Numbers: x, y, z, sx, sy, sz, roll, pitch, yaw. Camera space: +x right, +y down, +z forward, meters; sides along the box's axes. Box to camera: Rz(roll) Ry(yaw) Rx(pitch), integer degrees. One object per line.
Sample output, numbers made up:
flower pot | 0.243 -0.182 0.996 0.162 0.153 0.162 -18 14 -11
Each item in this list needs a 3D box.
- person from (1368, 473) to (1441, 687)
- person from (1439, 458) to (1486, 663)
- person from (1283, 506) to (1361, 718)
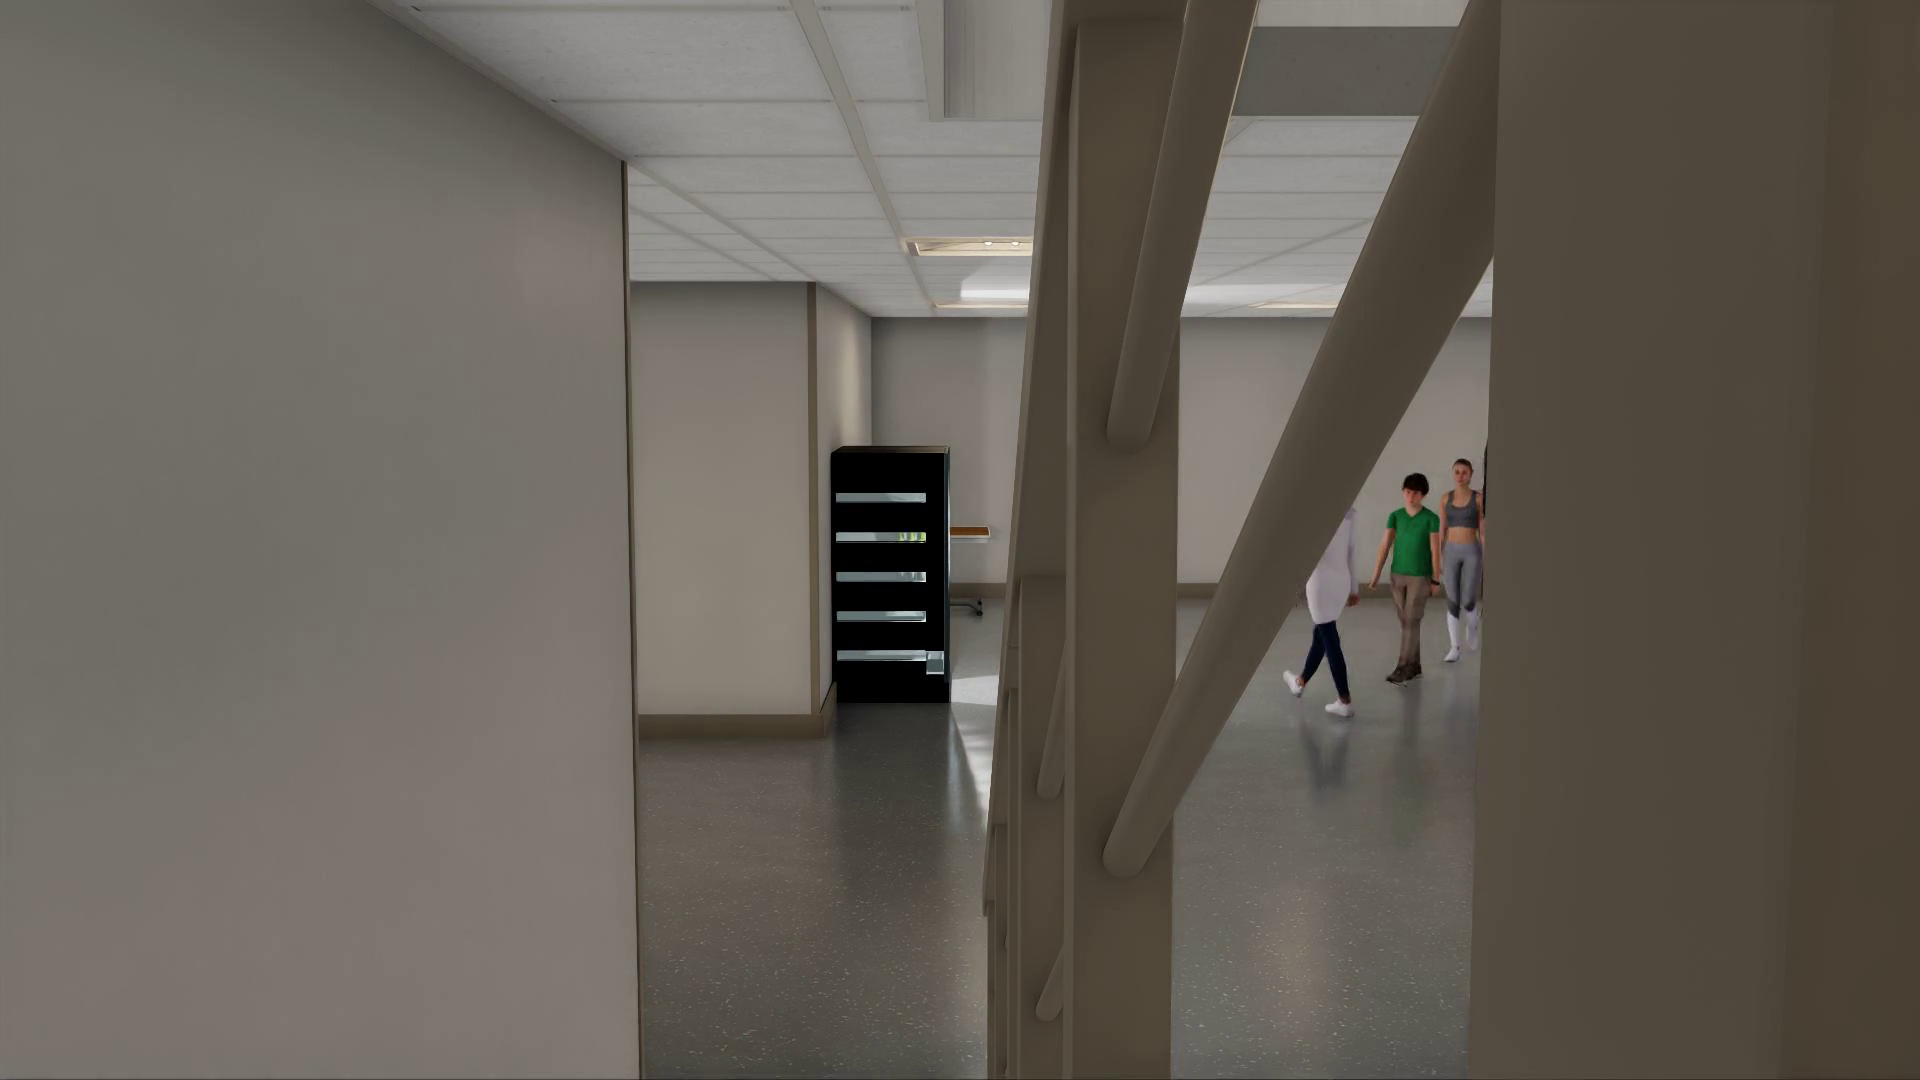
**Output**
person | 3.527 0.305 12.878 1.023 1.621 0.954 -6 8 -44
person | 4.213 0.169 13.870 0.765 1.693 0.843 3 7 30
person | 2.610 0.376 11.586 0.943 1.738 1.176 -3 6 -26
